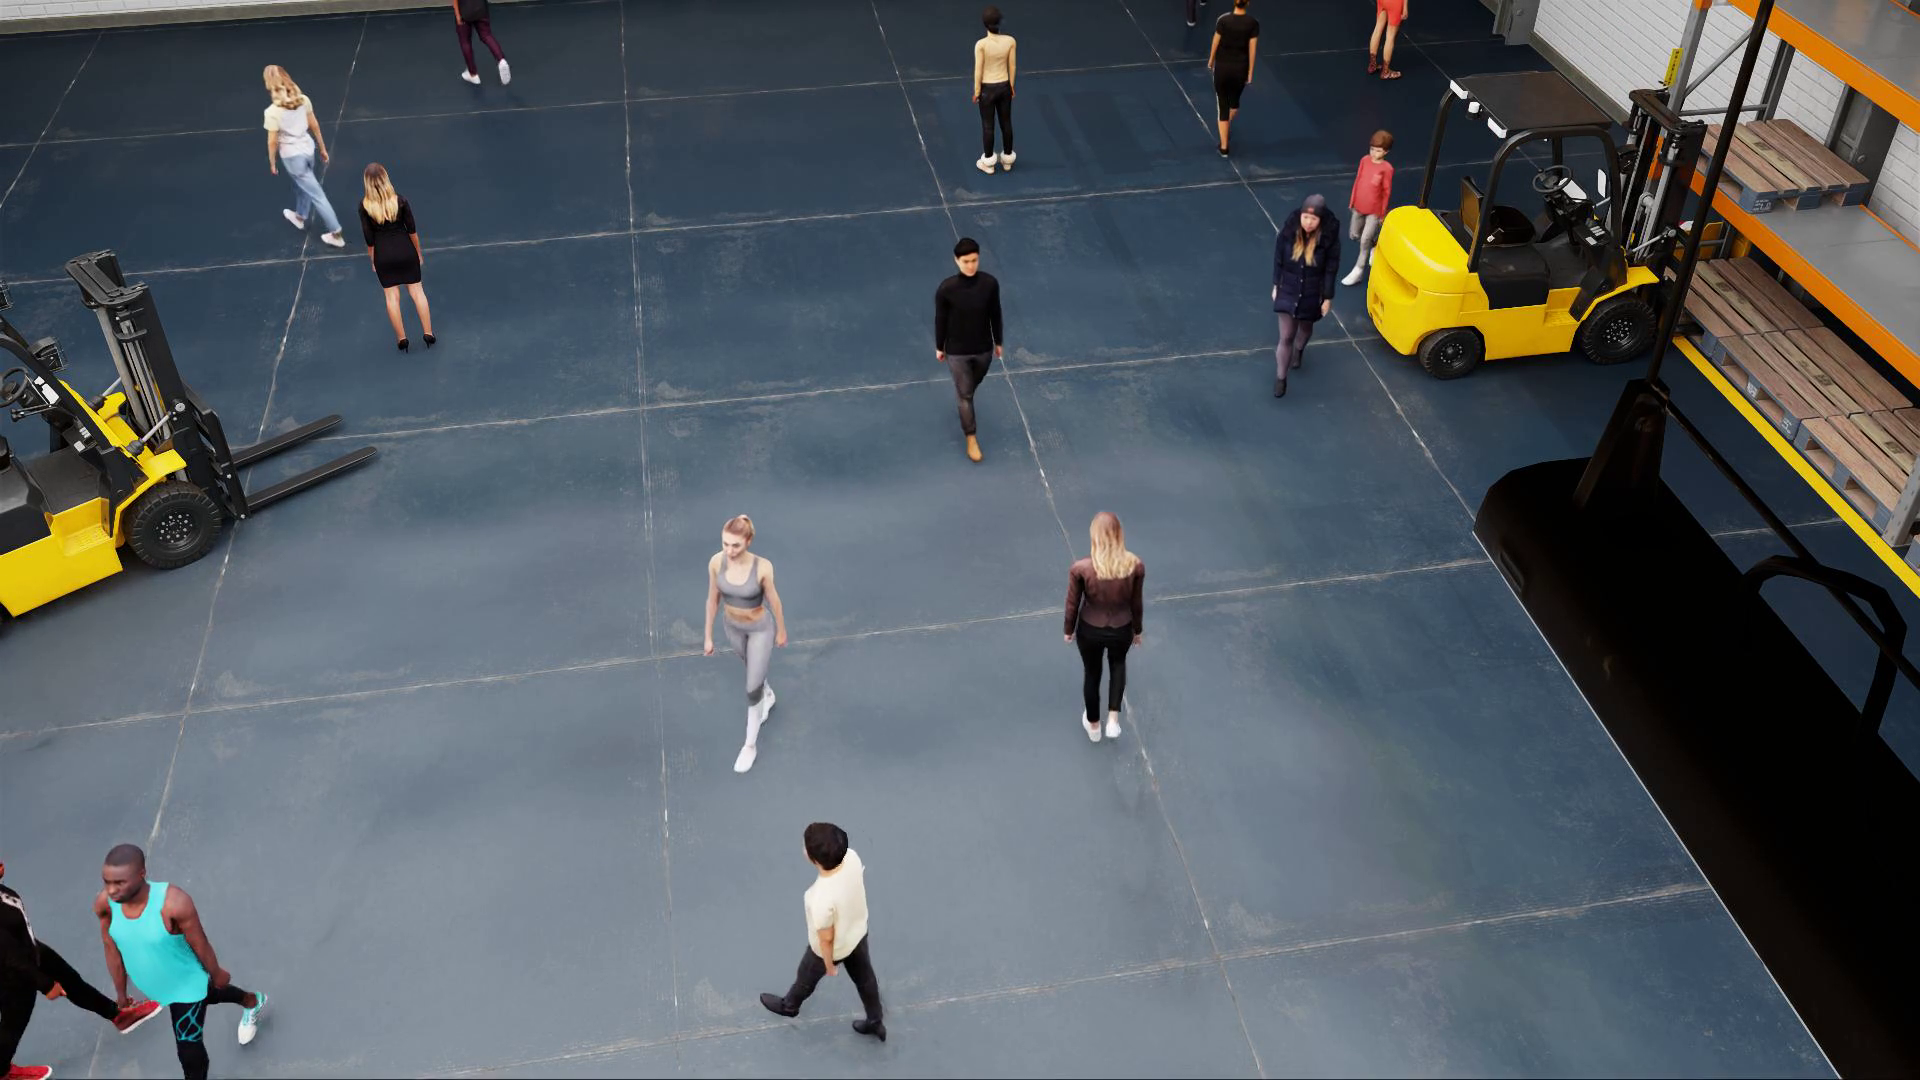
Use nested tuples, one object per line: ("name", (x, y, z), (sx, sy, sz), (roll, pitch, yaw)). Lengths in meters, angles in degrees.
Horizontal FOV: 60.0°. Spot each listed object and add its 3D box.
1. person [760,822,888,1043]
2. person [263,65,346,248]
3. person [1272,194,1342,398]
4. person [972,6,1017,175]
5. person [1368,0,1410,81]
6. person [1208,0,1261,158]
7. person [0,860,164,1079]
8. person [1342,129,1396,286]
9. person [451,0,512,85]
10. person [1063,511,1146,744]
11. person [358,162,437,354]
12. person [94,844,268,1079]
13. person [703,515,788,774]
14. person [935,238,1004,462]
("person", (-0.547, 1.997, 8.274), (0.983, 1.565, 0.958), (19, 42, 22))
("person", (-5.850, -3.391, 14.918), (1.090, 1.693, 1.068), (20, 43, 23))
("person", (2.744, -1.994, 13.220), (0.978, 1.629, 1.164), (11, 40, 14))
("person", (0.347, -4.379, 16.183), (0.621, 1.658, 0.570), (-11, 40, -13))
("person", (4.660, -5.848, 17.973), (0.719, 1.720, 0.583), (-23, 44, -26))
("person", (2.700, -4.607, 16.493), (0.745, 1.627, 1.098), (0, 39, 1))
("person", (-4.665, 2.117, 8.073), (0.898, 1.629, 1.104), (-18, 42, -21))
("person", (3.623, -2.941, 14.584), (0.795, 1.406, 0.812), (-27, 46, -30))
("person", (-5.181, -5.689, 17.738), (1.040, 1.765, 0.928), (30, 48, 32))
("person", (0.878, 0.598, 9.924), (0.641, 1.690, 0.644), (-3, 39, -4))
("person", (-4.602, -2.294, 13.558), (0.587, 1.676, 0.517), (-13, 41, -16))
("person", (-3.747, 2.050, 8.052), (0.904, 1.759, 1.279), (5, 39, 7))
("person", (-1.245, 0.494, 10.071), (0.882, 1.671, 1.091), (10, 40, 12))
("person", (0.060, -1.526, 12.580), (0.729, 1.696, 1.085), (-10, 40, -12))
